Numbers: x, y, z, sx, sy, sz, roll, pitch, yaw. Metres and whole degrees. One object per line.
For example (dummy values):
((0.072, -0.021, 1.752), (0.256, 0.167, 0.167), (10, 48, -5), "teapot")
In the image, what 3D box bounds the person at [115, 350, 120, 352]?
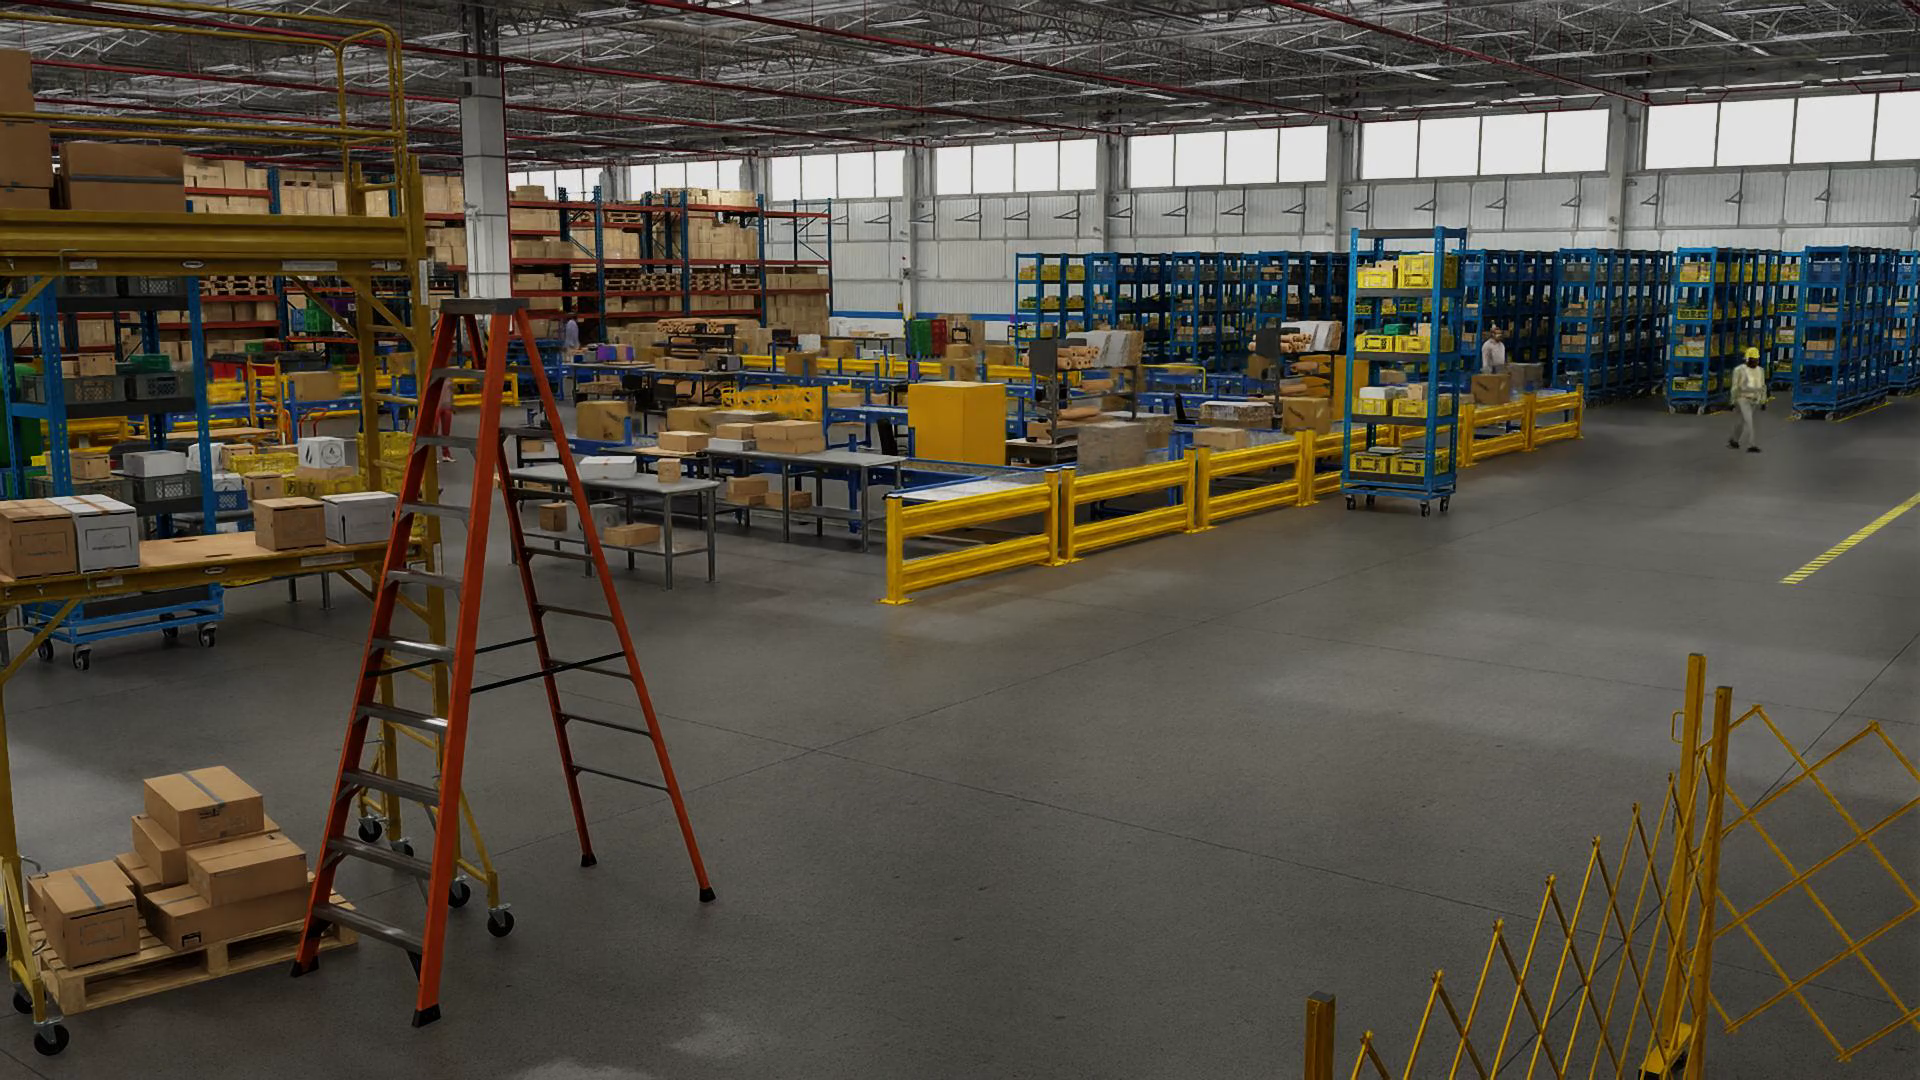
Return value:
((-31.649, -7.988, 62.960), (0.540, 1.908, 0.956), (5, 10, 29), "person")

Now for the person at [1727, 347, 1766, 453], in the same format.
((13.456, -2.405, 28.437), (0.604, 1.795, 0.910), (-3, 9, -16), "person")

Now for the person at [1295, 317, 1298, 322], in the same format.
((10.277, -6.057, 50.587), (0.380, 1.996, 0.608), (7, 11, 37), "person")

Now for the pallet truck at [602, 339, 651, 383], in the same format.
((-8.991, -4.871, 45.351), (0.653, 1.274, 1.630), (7, 11, 37), "pallet truck")

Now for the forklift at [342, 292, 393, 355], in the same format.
((-16.485, -5.622, 45.120), (1.129, 2.768, 1.873), (7, 11, 37), "forklift")

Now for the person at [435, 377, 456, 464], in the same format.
((-8.296, -2.102, 26.617), (0.328, 1.767, 0.532), (7, 11, 37), "person")

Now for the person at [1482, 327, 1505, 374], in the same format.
((11.287, -3.534, 35.116), (0.651, 1.907, 0.409), (-7, 12, -38), "person")

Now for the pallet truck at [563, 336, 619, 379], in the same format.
((-10.690, -5.294, 48.215), (1.601, 1.201, 0.680), (-5, 10, -26), "pallet truck")

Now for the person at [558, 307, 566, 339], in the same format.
((-15.307, -8.092, 64.141), (0.363, 1.726, 0.524), (-1, 9, -8), "person")

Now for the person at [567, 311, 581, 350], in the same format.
((-11.733, -5.950, 50.192), (0.829, 1.911, 0.643), (-6, 11, -33), "person")
